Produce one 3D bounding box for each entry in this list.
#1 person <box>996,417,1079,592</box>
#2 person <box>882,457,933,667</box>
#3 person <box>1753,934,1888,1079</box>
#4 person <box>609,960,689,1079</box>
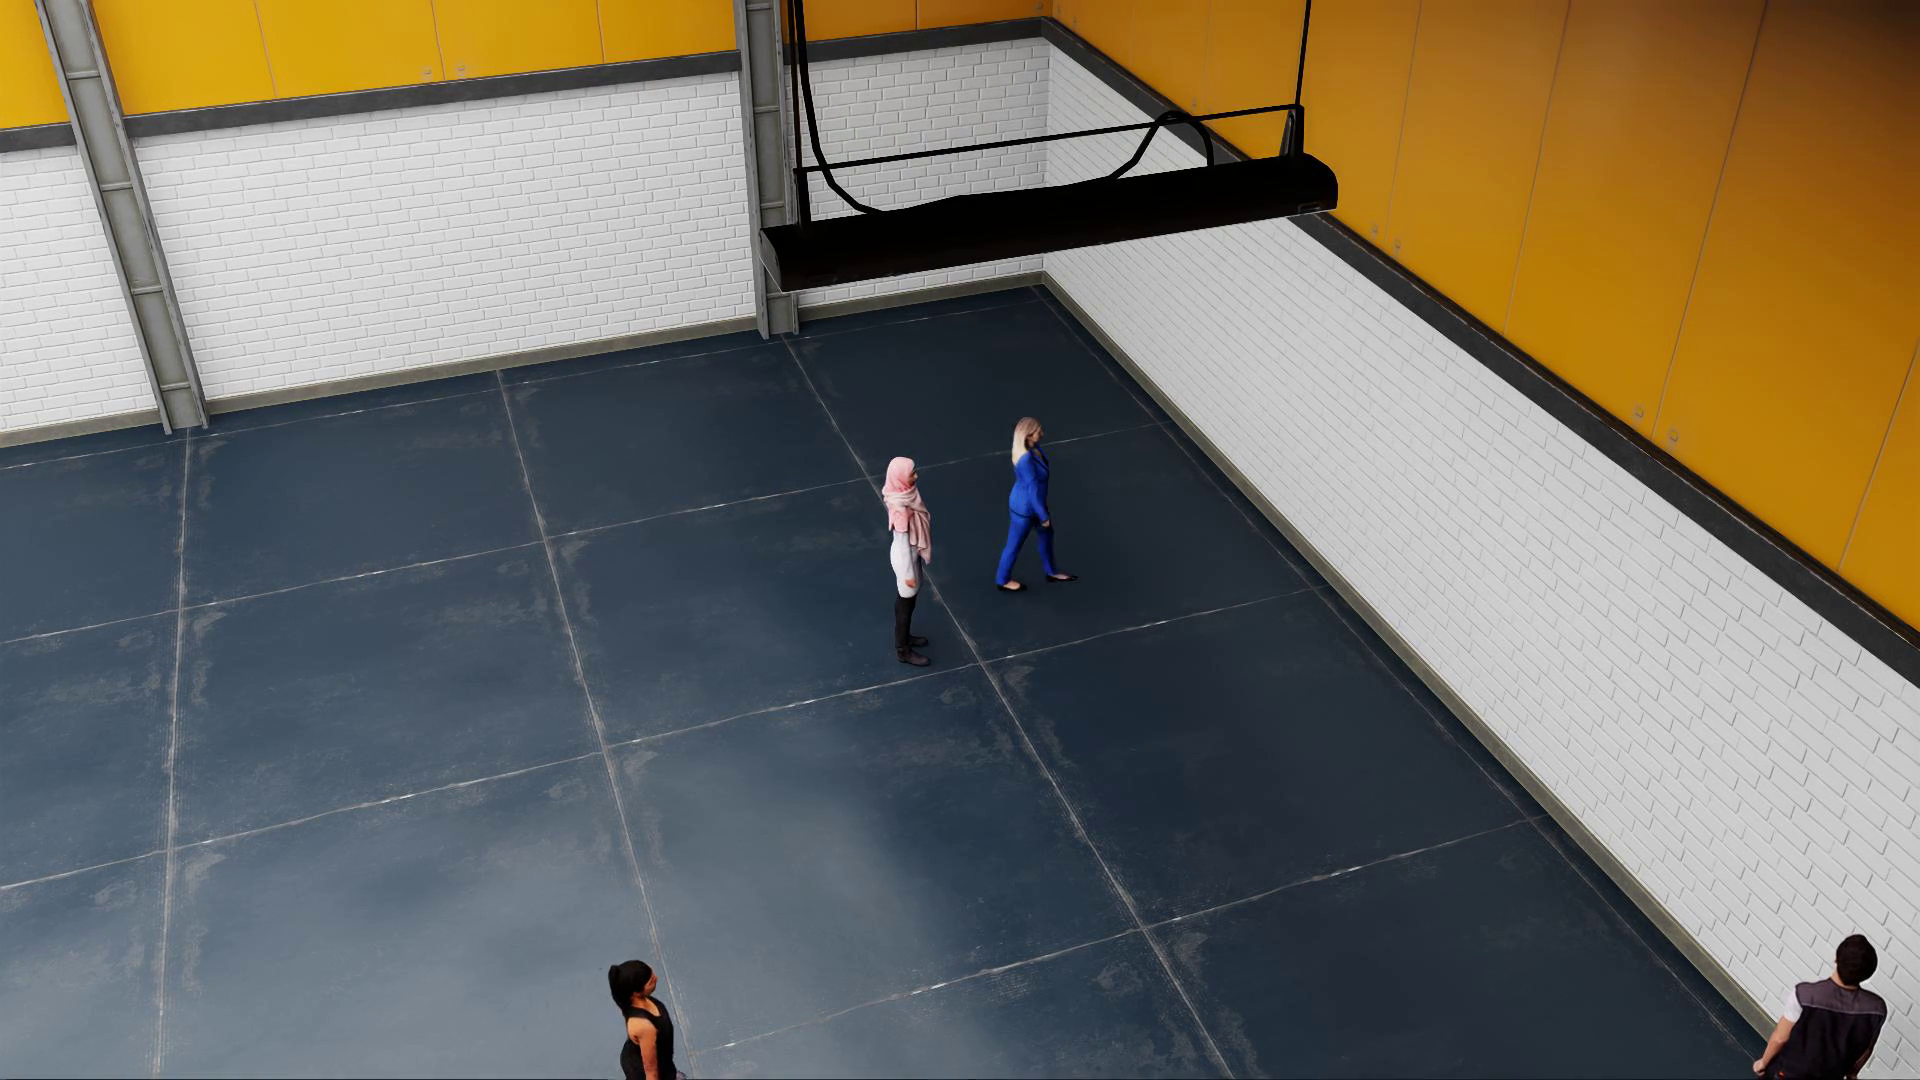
[{"bbox_3d":[0.439,-0.255,13.541,1.022,1.678,0.861,3,34,4],"label":"person"},{"bbox_3d":[-0.415,0.151,12.816,0.695,1.804,0.700,-2,34,-2],"label":"person"},{"bbox_3d":[4.498,2.788,8.809,0.701,1.848,0.816,6,34,9],"label":"person"},{"bbox_3d":[-1.739,2.860,8.903,1.090,1.623,0.701,-17,37,-23],"label":"person"}]
